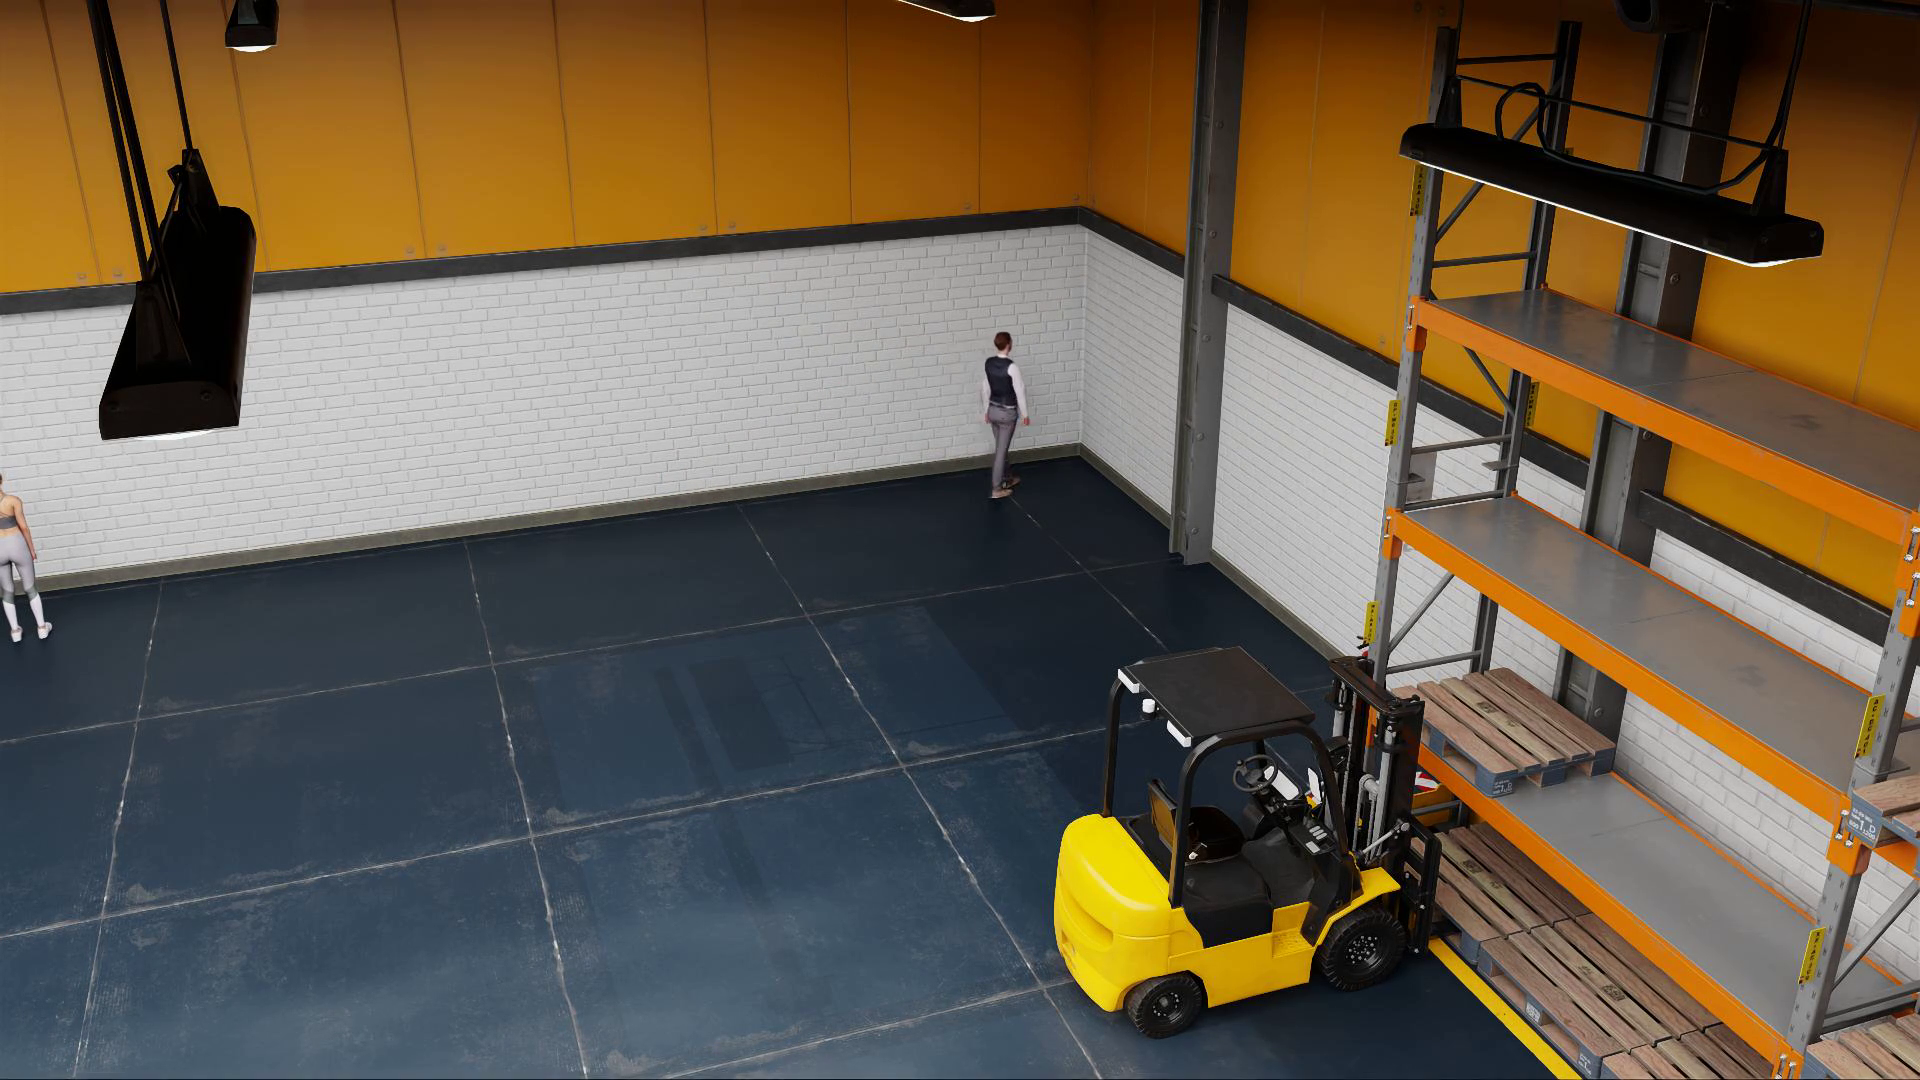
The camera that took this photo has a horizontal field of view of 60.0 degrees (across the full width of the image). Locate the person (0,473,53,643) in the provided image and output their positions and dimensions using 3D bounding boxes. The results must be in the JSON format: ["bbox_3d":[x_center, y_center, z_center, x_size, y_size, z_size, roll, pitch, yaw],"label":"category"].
[{"bbox_3d":[-8.886,0.130,15.566,0.551,1.700,0.496,-7,25,-15],"label":"person"}]

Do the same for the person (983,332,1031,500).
[{"bbox_3d":[0.434,-1.404,18.797,0.903,1.923,0.894,-20,31,-38],"label":"person"}]
